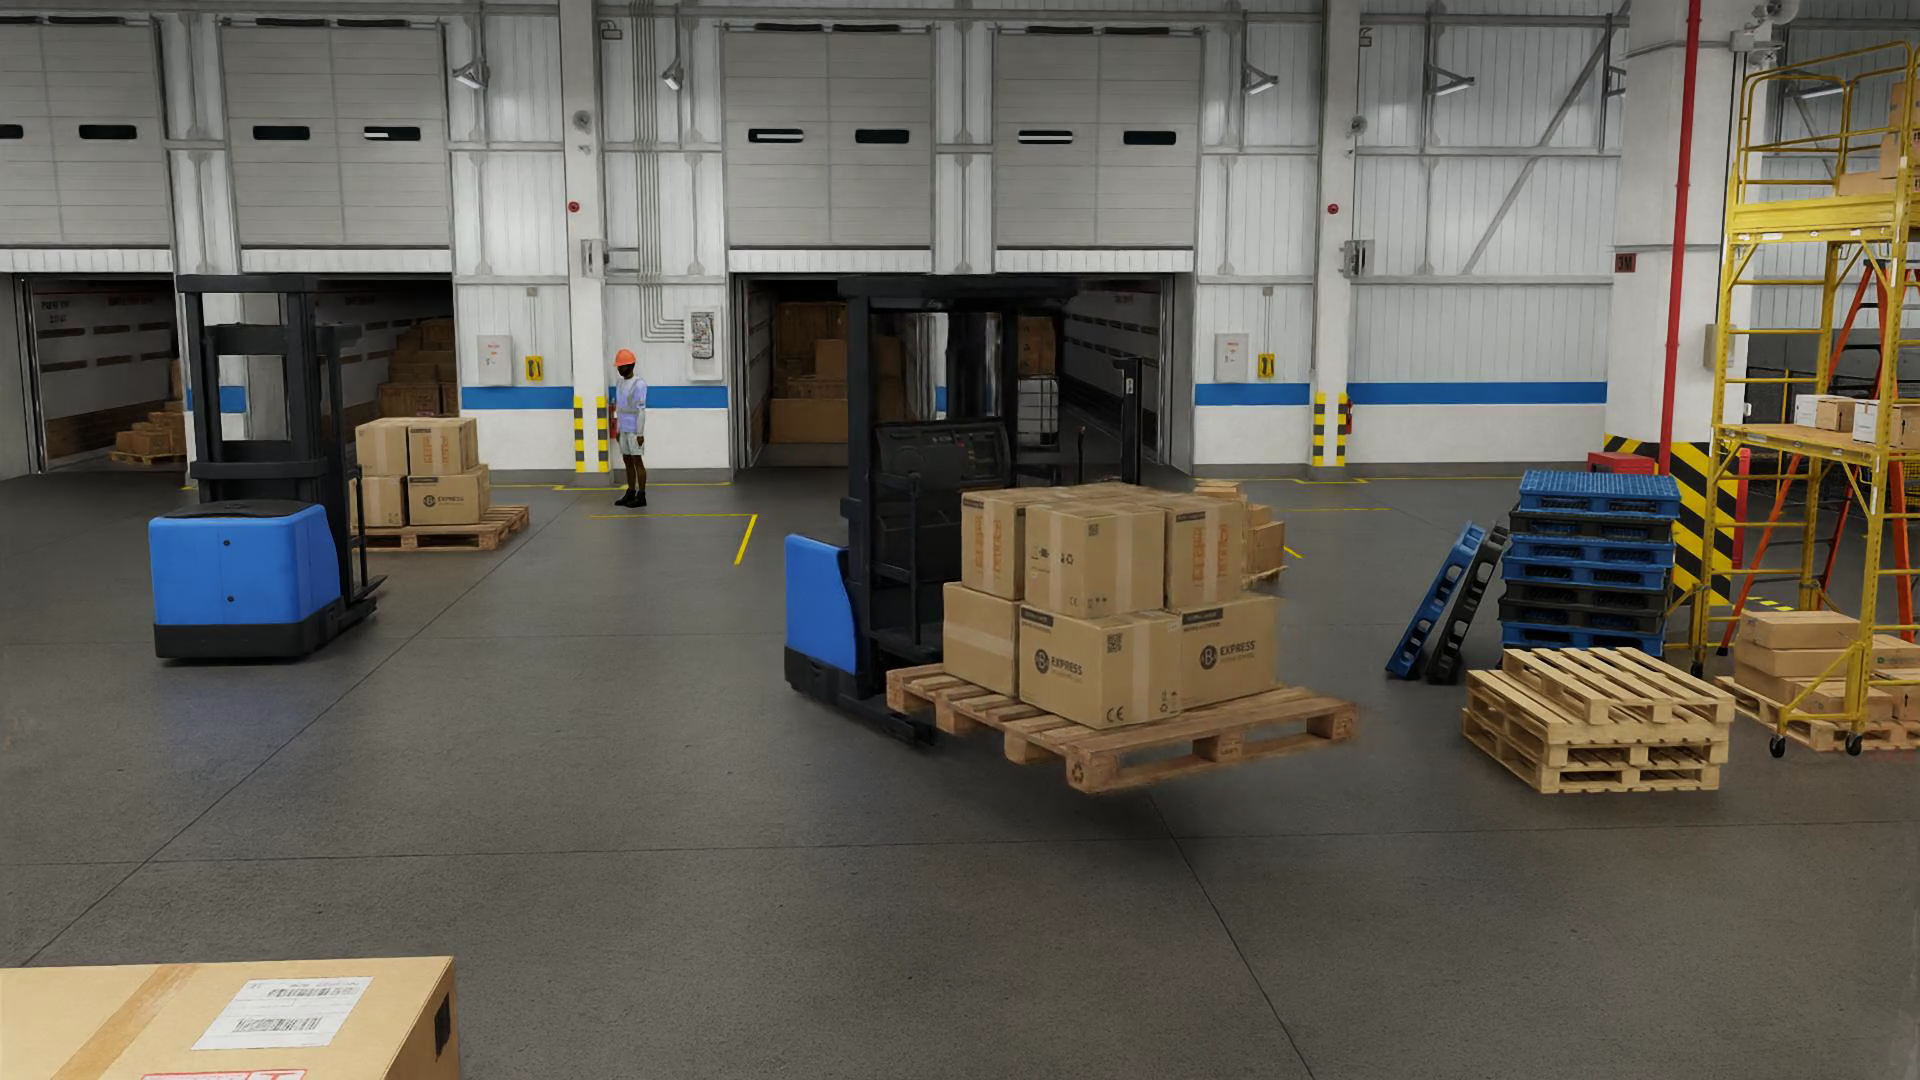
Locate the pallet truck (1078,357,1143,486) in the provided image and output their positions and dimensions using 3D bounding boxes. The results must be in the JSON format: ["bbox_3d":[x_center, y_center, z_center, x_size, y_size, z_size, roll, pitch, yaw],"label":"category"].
[{"bbox_3d":[2.088,-0.836,16.757,1.885,1.965,0.823,2,9,13],"label":"pallet truck"}]

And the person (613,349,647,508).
[{"bbox_3d":[-4.030,-1.355,20.246,0.384,1.929,0.543,-8,12,-42],"label":"person"}]

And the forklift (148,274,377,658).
[{"bbox_3d":[-5.348,-0.627,12.681,1.129,2.768,1.873,-1,9,-4],"label":"forklift"}]

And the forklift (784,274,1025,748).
[{"bbox_3d":[-0.293,-0.302,10.643,1.129,2.768,1.873,-6,11,-32],"label":"forklift"}]
